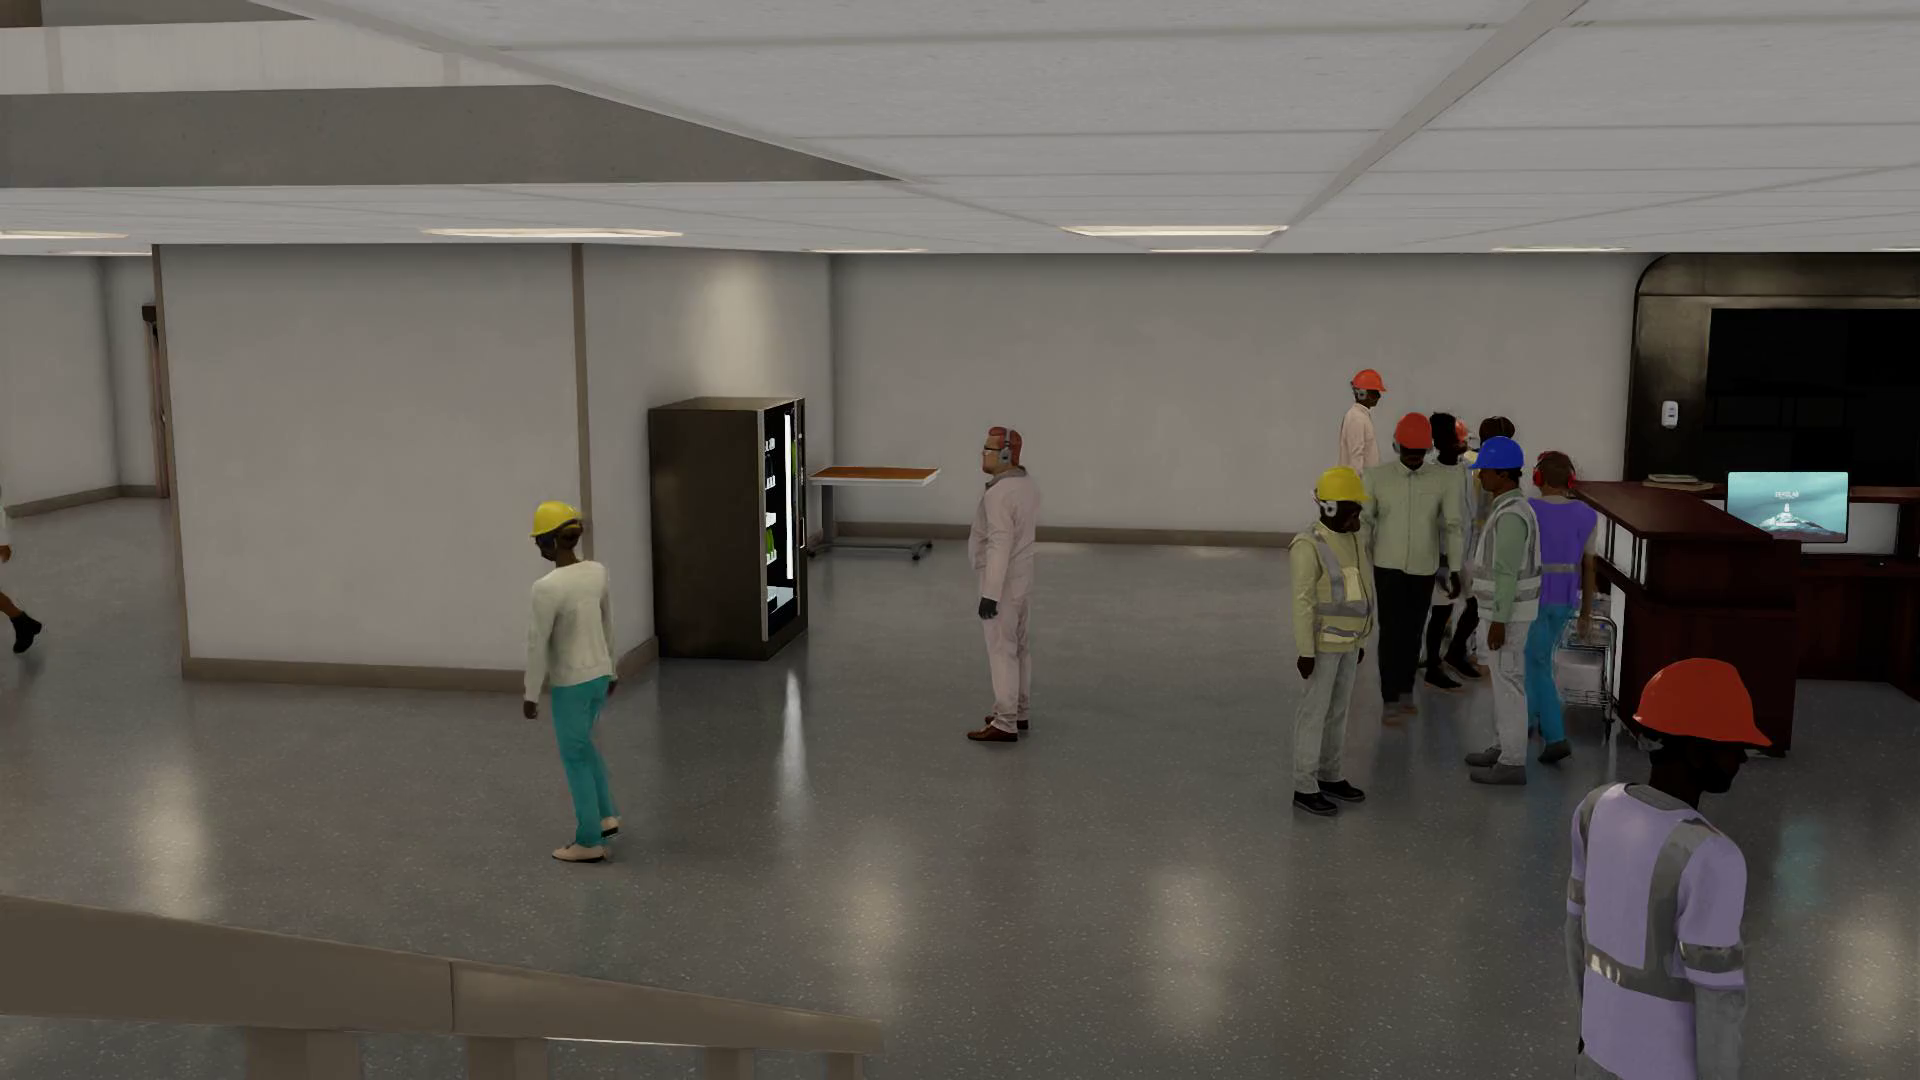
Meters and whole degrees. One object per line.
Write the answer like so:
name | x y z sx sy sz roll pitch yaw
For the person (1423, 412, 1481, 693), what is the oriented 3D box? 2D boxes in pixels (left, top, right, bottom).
person | 3.296 0.092 11.168 0.718 1.917 0.393 -7 12 -37

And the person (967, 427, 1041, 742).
person | 0.251 0.264 10.114 0.410 1.911 0.651 3 10 19

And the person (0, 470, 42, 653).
person | -7.098 -0.049 12.114 0.596 1.894 0.760 6 11 32

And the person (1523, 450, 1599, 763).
person | 3.467 0.380 9.805 0.575 1.804 0.976 -2 9 -10

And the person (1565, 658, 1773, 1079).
person | 1.710 1.234 4.053 0.373 1.933 0.550 -2 10 -14

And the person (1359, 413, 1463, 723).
person | 2.834 0.180 10.476 0.634 1.953 0.777 1 9 5

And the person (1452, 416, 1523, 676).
person | 3.720 0.041 11.738 0.430 1.837 0.627 -3 10 -19

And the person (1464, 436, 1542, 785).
person | 3.018 0.387 9.290 0.418 1.938 0.601 2 9 13

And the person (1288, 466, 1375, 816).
person | 1.970 0.520 8.778 0.404 1.830 0.602 8 12 42

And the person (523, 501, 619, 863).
person | -1.870 0.680 8.036 0.435 1.738 0.554 3 10 20

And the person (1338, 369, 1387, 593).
person | 3.506 -0.500 14.573 0.399 1.989 0.623 2 10 14
